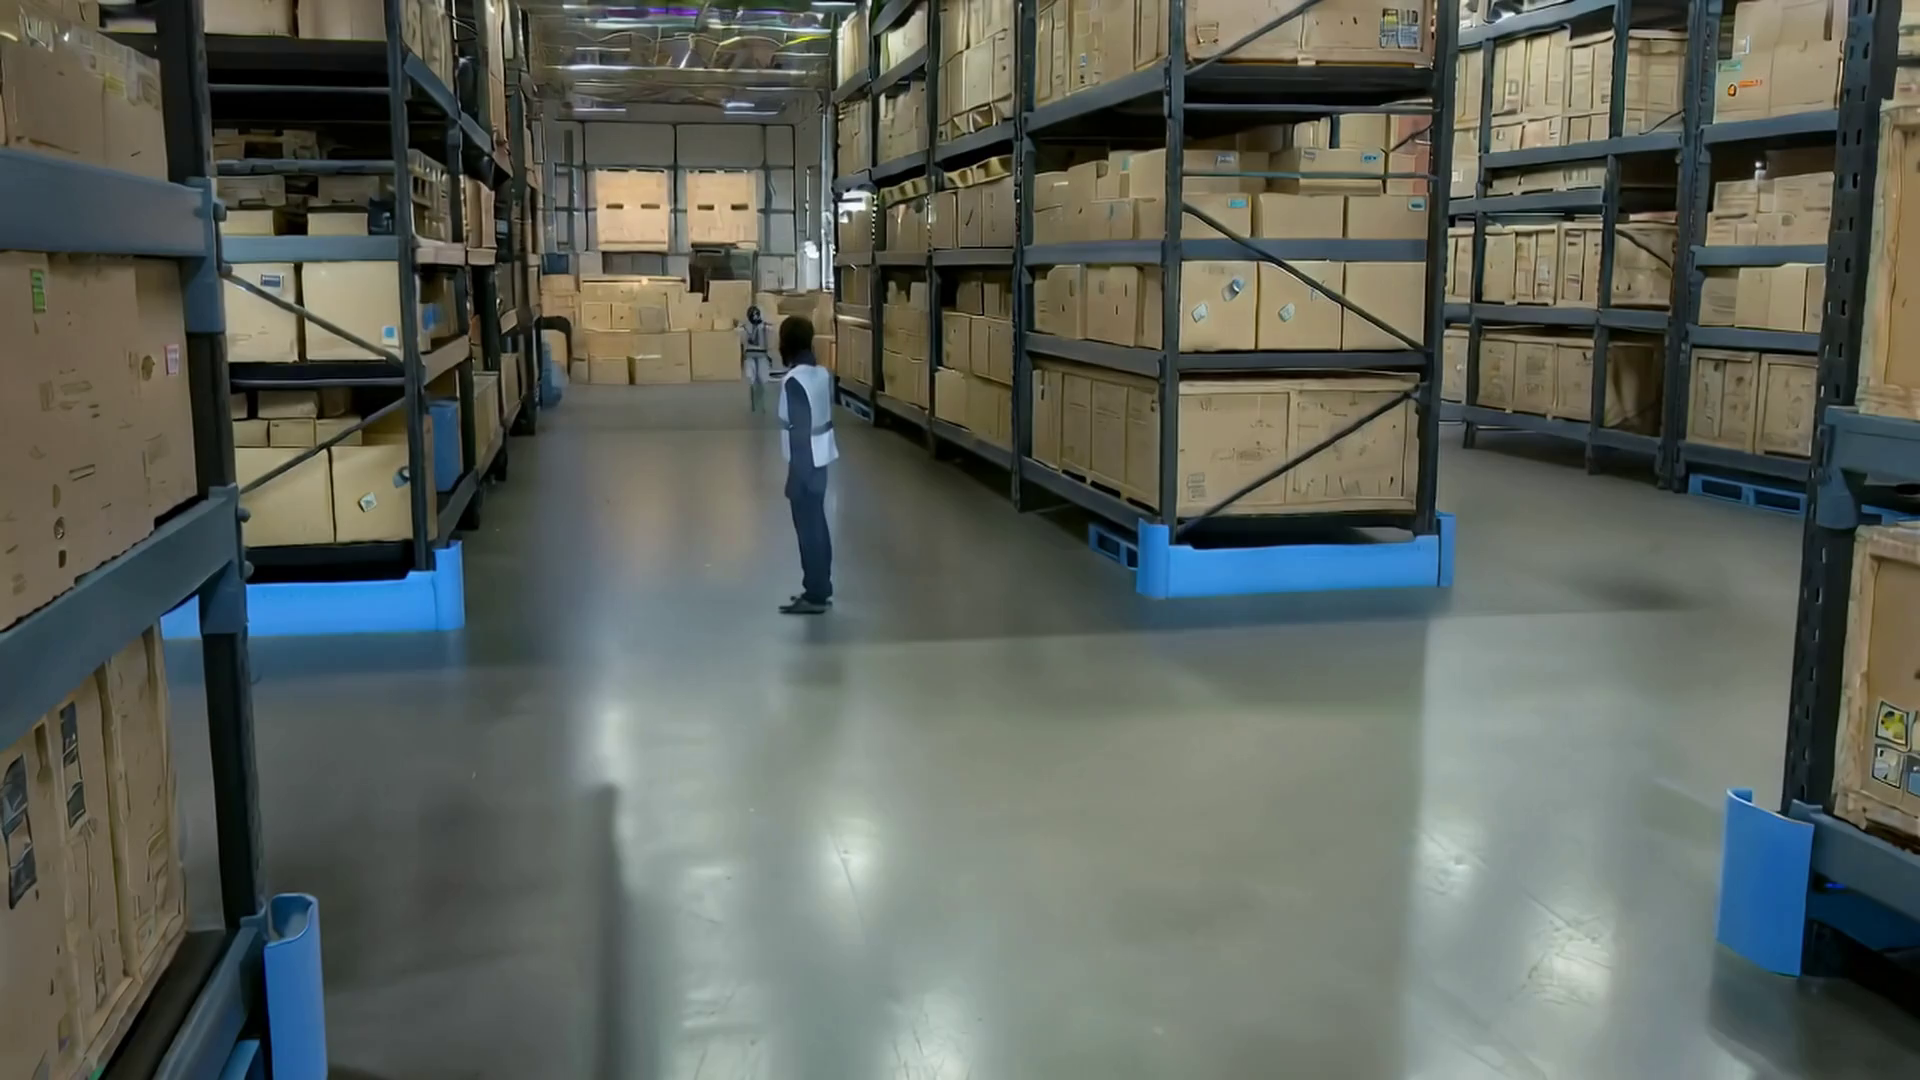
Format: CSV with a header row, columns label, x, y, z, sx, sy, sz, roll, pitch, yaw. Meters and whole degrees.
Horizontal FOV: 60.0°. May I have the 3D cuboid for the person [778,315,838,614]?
label,x,y,z,sx,sy,sz,roll,pitch,yaw
person,-0.979,-0.478,10.666,0.372,1.916,0.597,1,9,8

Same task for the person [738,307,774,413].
label,x,y,z,sx,sy,sz,roll,pitch,yaw
person,-3.106,-2.722,25.269,0.543,1.611,0.672,-1,9,-5

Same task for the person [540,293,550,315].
label,x,y,z,sx,sy,sz,roll,pitch,yaw
person,-14.392,-8.087,57.993,0.523,1.611,0.781,-1,9,-8

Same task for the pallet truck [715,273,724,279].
label,x,y,z,sx,sy,sz,roll,pitch,yaw
pallet truck,-8.580,-8.986,62.280,1.885,1.965,0.823,1,9,5

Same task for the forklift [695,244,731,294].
label,x,y,z,sx,sy,sz,roll,pitch,yaw
forklift,-6.419,-6.333,43.424,1.129,2.768,1.873,-2,10,-12
